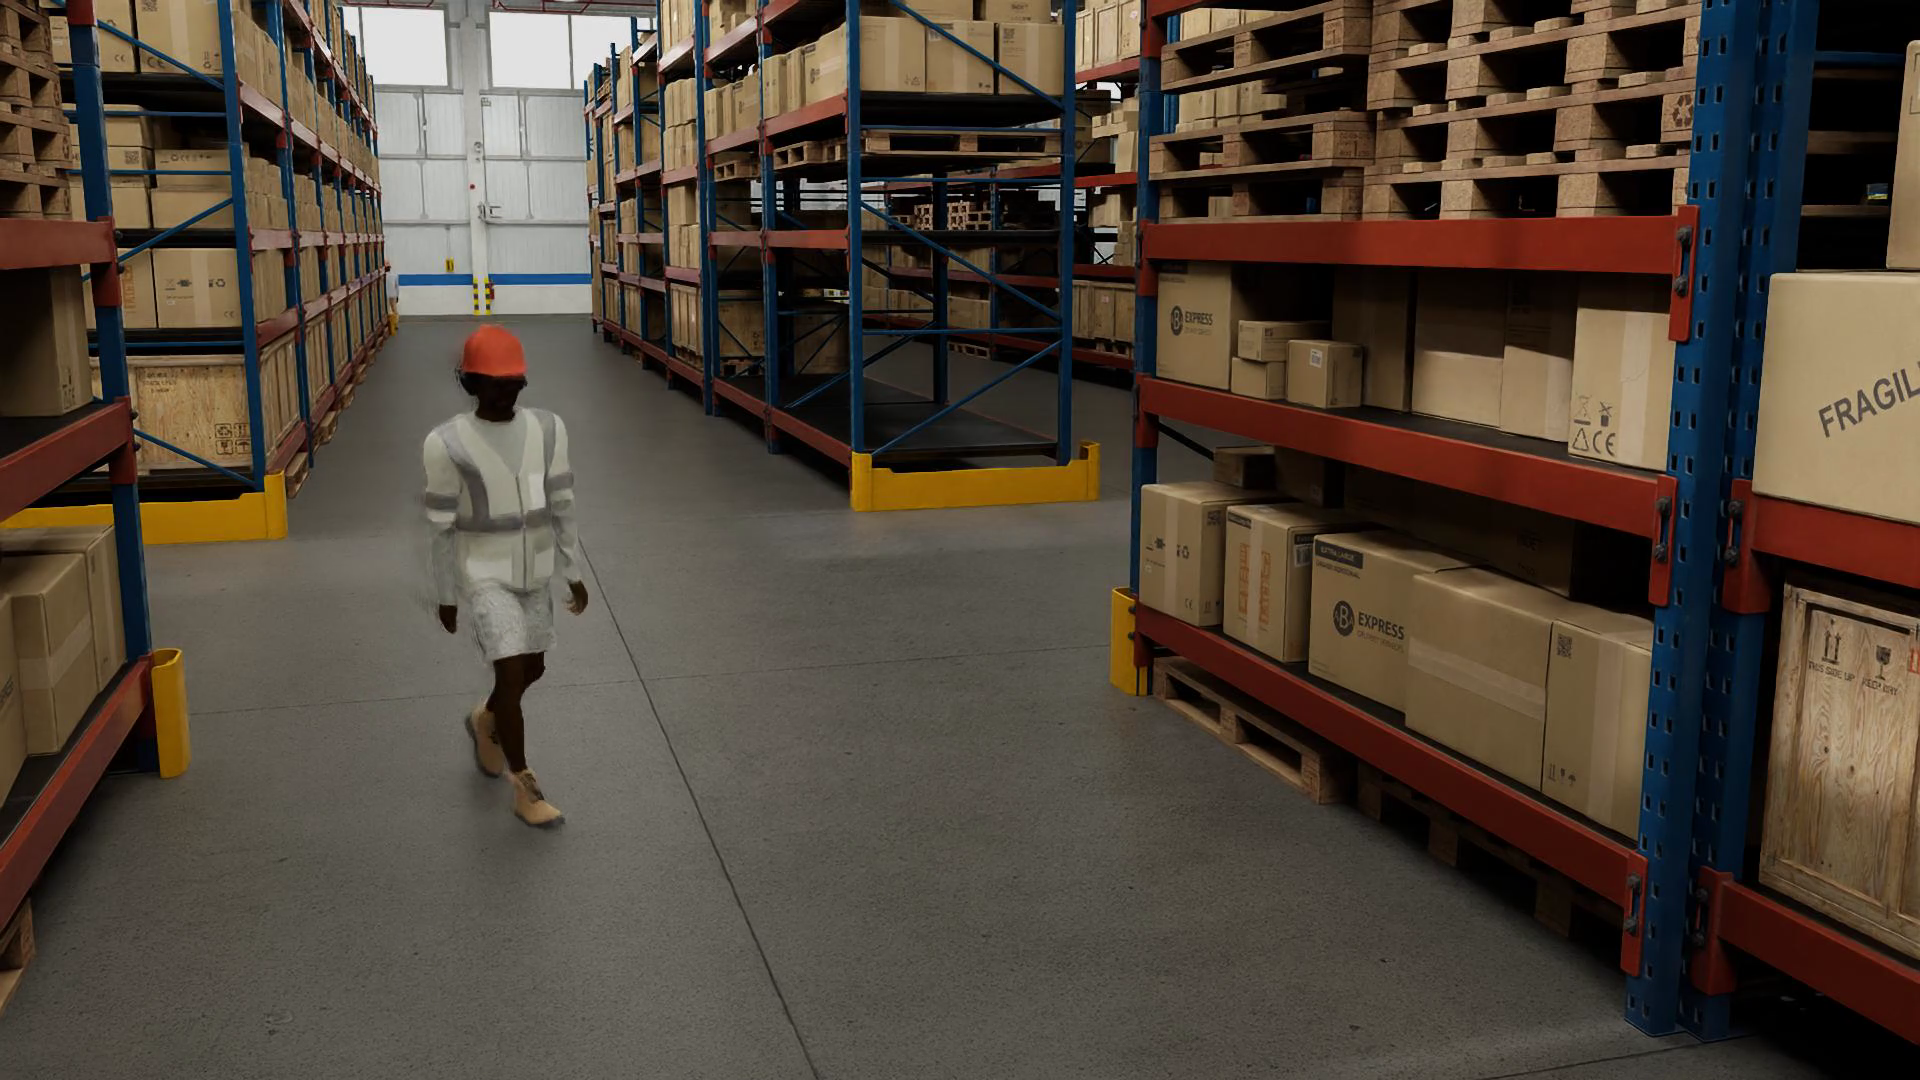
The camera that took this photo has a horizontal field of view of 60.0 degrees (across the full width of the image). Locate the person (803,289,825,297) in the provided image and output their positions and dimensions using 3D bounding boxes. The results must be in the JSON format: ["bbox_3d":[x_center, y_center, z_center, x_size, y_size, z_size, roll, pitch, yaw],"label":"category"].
[{"bbox_3d":[-3.021,-4.707,33.854,0.632,1.794,0.923,-4,11,-20],"label":"person"}]

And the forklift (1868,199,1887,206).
[{"bbox_3d":[11.338,-2.915,21.052,1.129,2.768,1.873,-3,11,-17],"label":"forklift"}]

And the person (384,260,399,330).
[{"bbox_3d":[-14.381,-6.151,41.870,0.320,1.755,0.563,8,13,38],"label":"person"}]

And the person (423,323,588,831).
[{"bbox_3d":[-1.897,0.117,6.822,0.608,2.018,0.893,-10,14,-43],"label":"person"}]
